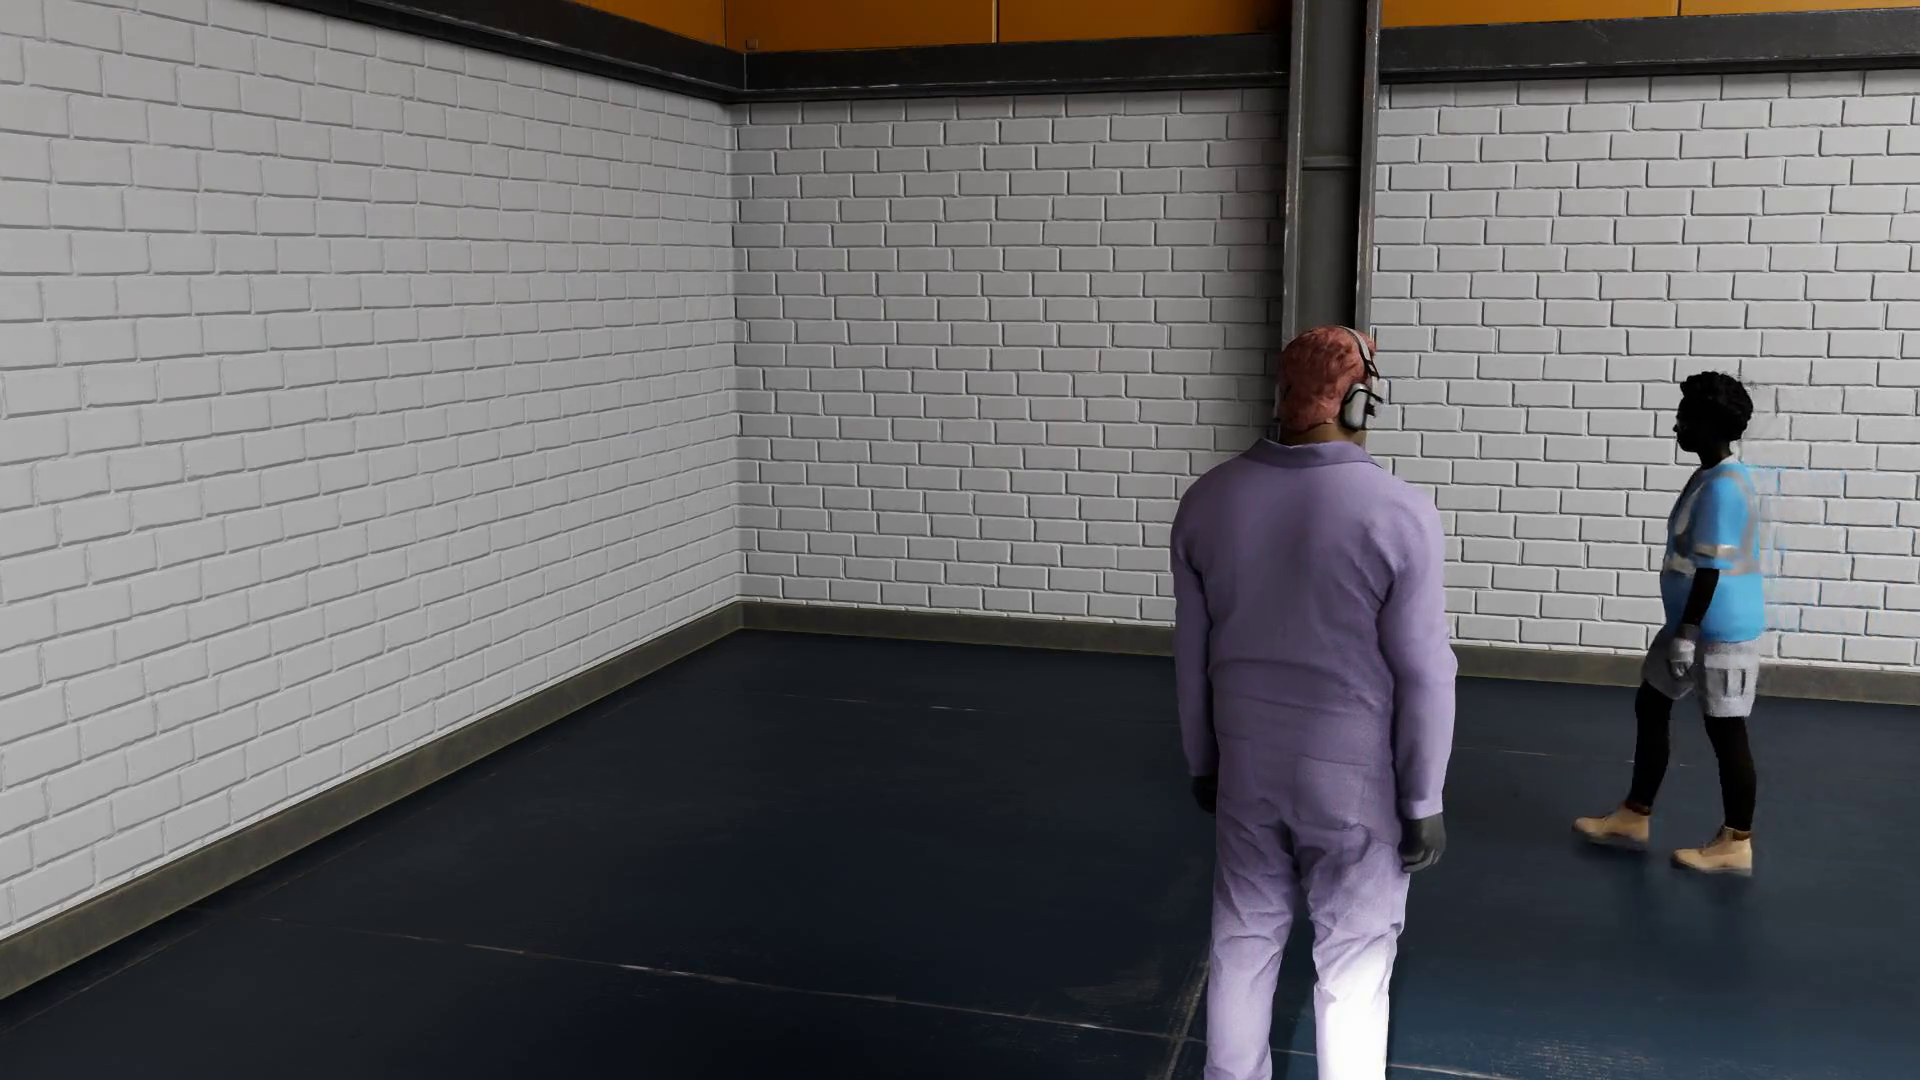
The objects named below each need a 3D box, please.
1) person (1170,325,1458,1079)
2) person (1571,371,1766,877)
[{"bbox_3d":[0.771,0.494,3.597,0.638,1.902,0.407,8,12,40],"label":"person"},{"bbox_3d":[2.363,0.281,5.544,0.683,1.671,0.553,3,10,18],"label":"person"}]
